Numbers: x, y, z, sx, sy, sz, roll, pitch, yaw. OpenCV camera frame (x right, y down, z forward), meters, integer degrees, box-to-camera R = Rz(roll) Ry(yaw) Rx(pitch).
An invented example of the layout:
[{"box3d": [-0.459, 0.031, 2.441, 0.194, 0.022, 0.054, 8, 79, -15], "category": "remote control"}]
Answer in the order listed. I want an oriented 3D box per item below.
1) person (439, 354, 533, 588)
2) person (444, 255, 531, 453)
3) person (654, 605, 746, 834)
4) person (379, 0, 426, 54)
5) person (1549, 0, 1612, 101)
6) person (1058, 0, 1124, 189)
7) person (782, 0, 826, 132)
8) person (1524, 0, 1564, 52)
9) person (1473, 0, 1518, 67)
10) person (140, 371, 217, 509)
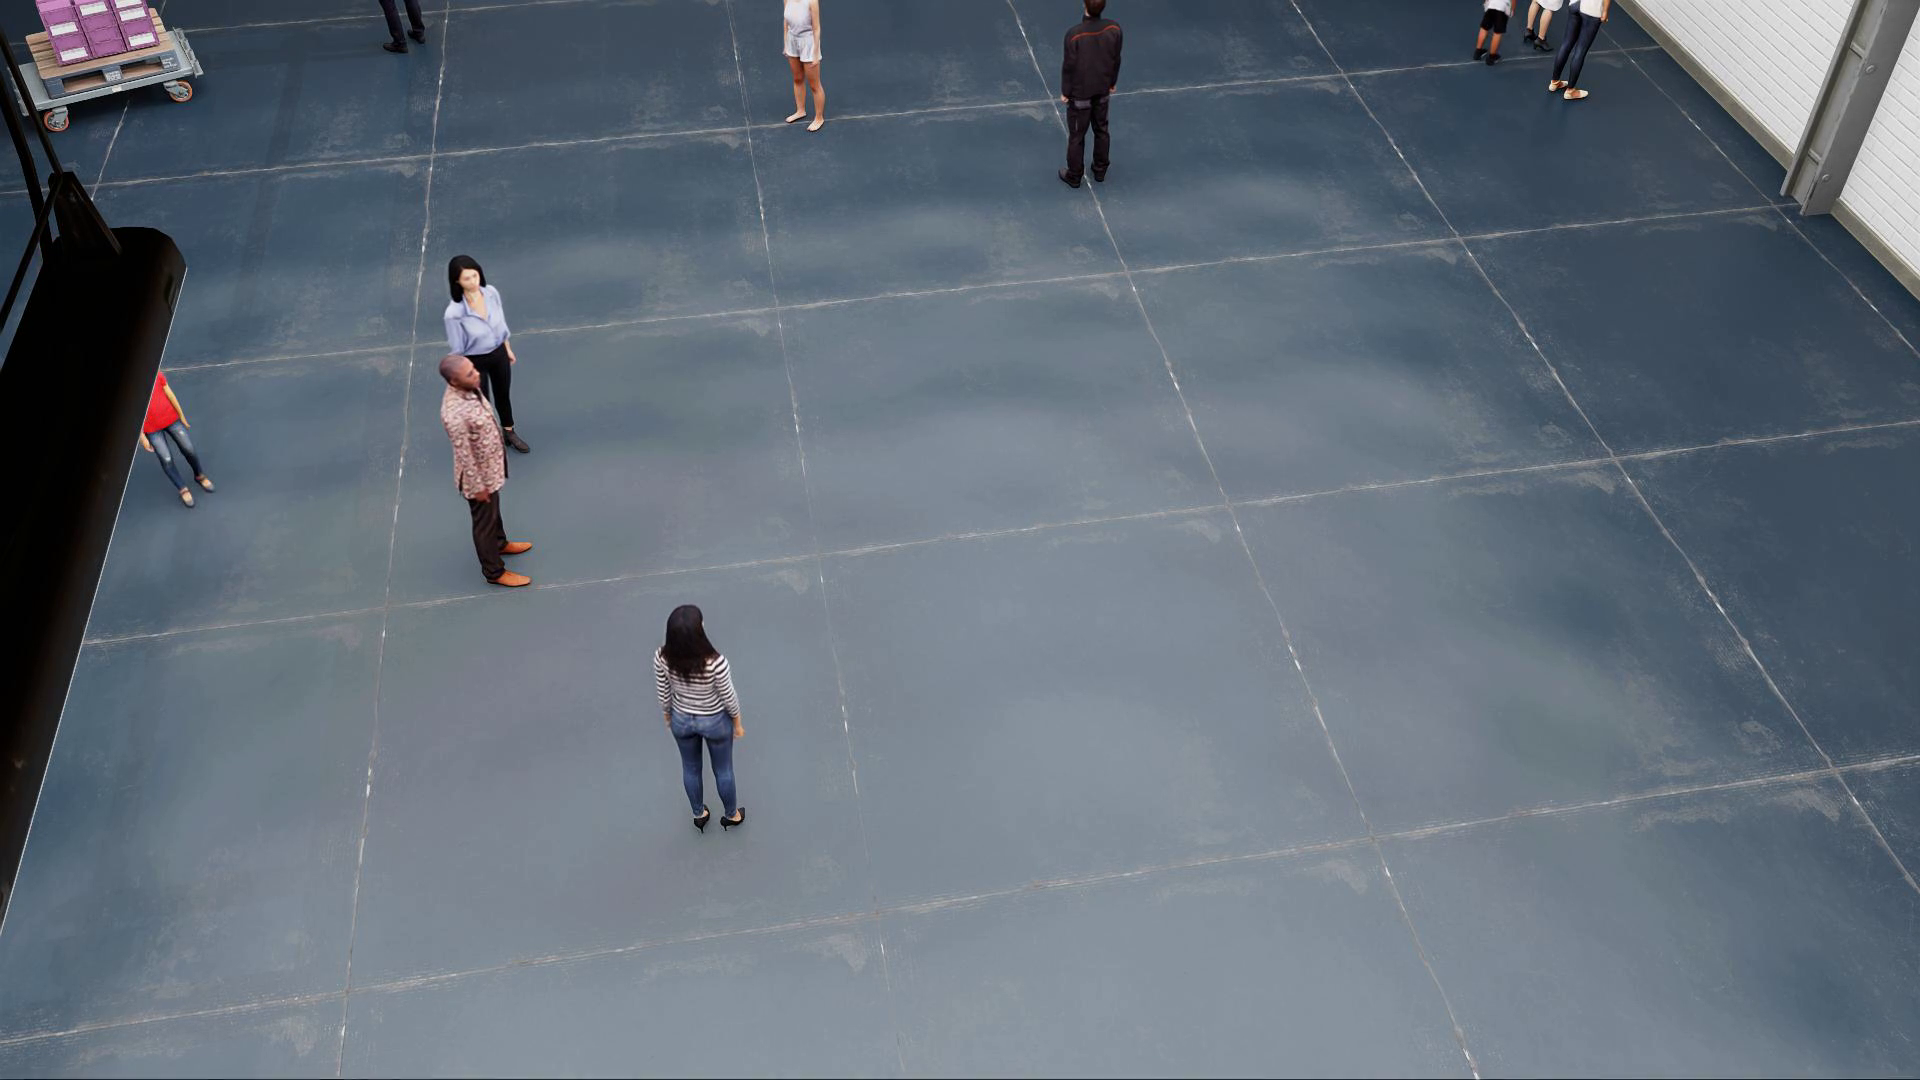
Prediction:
[{"box3d": [-3.195, -0.483, 11.011, 0.753, 1.808, 0.541, -4, 44, -4], "category": "person"}, {"box3d": [-3.399, -1.287, 11.903, 0.758, 1.743, 0.723, 30, 51, 28], "category": "person"}, {"box3d": [-1.468, 1.039, 9.423, 0.654, 1.795, 0.613, 6, 44, 6], "category": "person"}, {"box3d": [-5.721, -5.782, 16.551, 0.850, 1.840, 0.789, 25, 49, 24], "category": "person"}, {"box3d": [5.973, -5.080, 15.854, 0.726, 1.785, 0.573, -20, 47, -20], "category": "person"}, {"box3d": [1.144, -3.980, 14.660, 0.765, 1.839, 0.649, -16, 46, -16], "category": "person"}, {"box3d": [-1.457, -4.618, 15.498, 0.660, 1.606, 0.724, 28, 50, 26], "category": "person"}, {"box3d": [5.945, -5.686, 16.656, 0.638, 1.556, 0.486, -12, 45, -12], "category": "person"}, {"box3d": [5.354, -5.336, 16.507, 0.556, 1.255, 0.629, 34, 53, 30], "category": "person"}, {"box3d": [-5.671, -0.834, 11.744, 0.608, 1.306, 0.661, -31, 52, -28], "category": "person"}]
